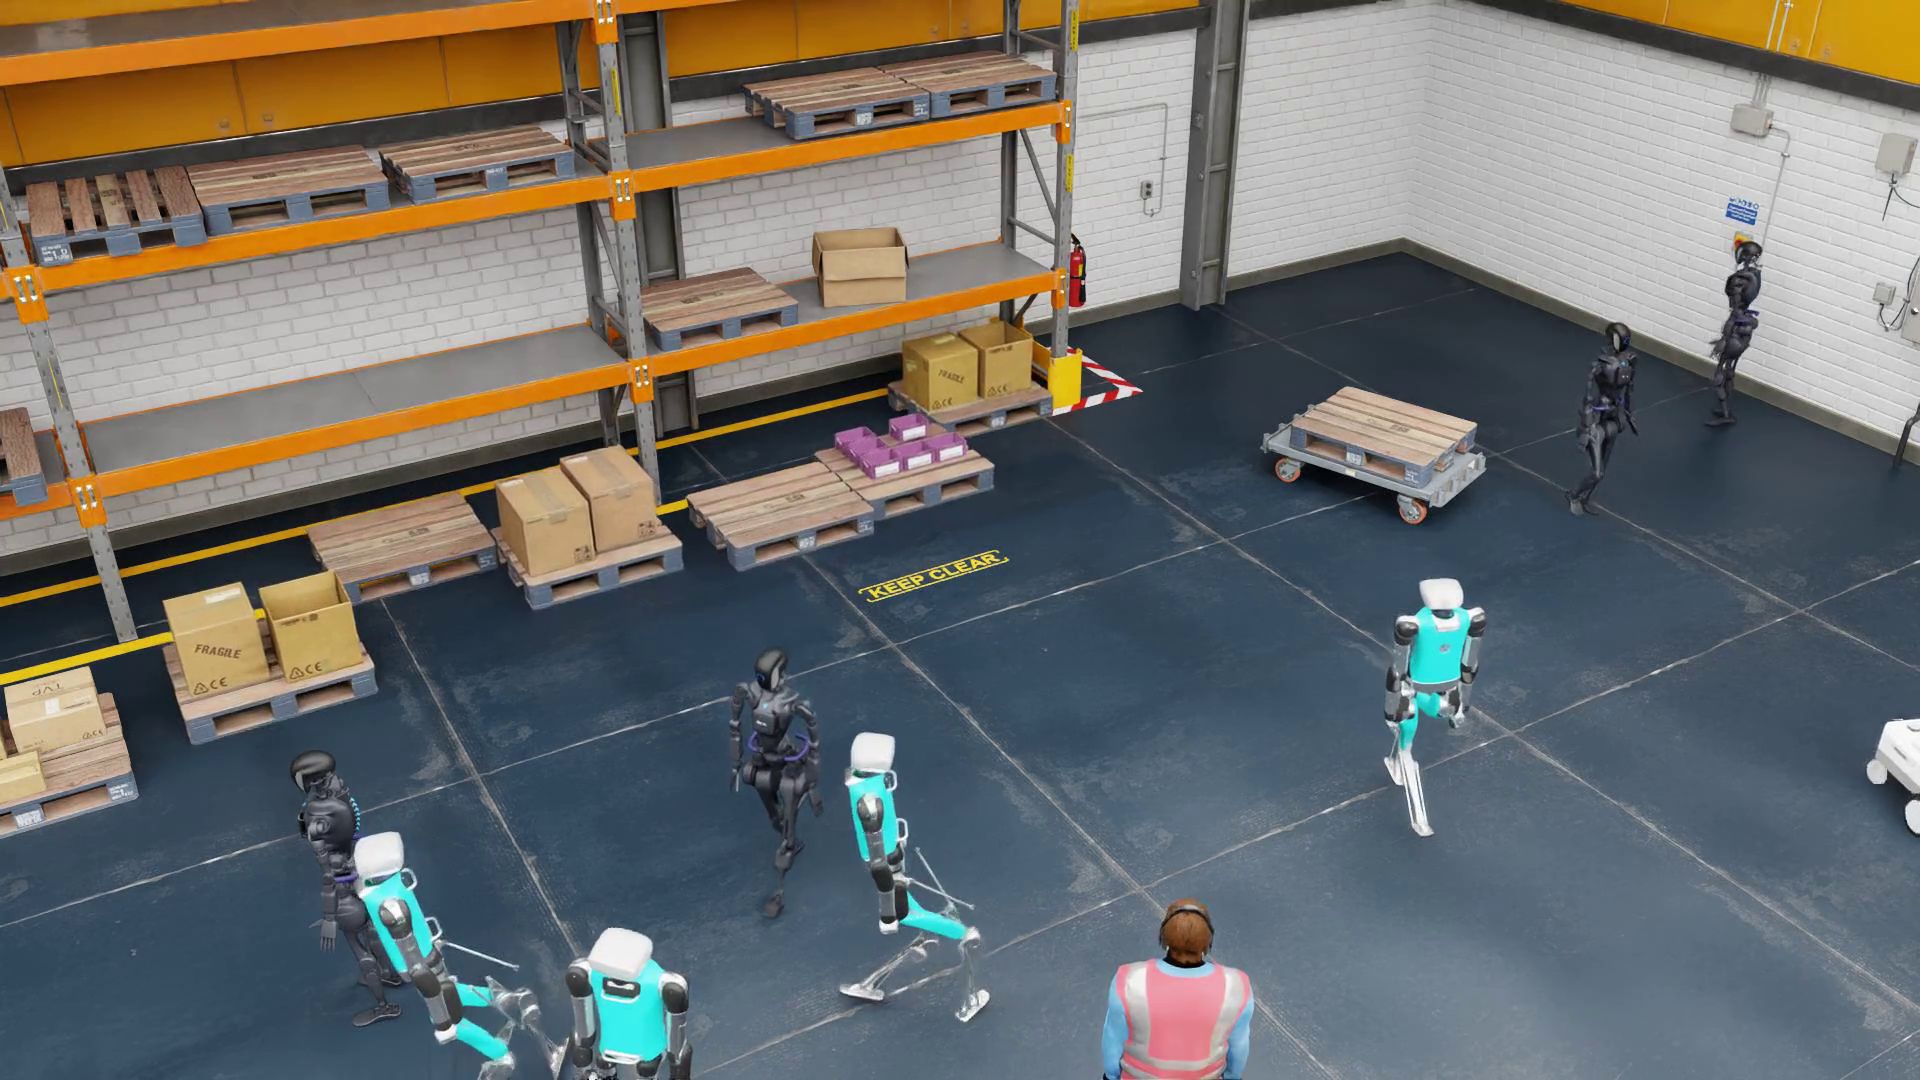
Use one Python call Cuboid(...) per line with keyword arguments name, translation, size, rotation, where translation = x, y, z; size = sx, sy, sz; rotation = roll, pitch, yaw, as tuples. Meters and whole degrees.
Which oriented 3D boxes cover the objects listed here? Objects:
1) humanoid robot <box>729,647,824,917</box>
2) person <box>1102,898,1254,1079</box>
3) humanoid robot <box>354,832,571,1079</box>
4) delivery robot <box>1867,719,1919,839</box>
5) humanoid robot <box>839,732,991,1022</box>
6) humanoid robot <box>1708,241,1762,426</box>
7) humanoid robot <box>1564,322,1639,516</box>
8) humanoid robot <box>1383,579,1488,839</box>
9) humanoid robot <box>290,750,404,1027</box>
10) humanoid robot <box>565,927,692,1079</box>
Cuboid(name="humanoid robot", translation=(-1.045, 1.302, 9.267), size=(0.596, 1.621, 0.764), rotation=(11, 31, 18))
Cuboid(name="person", translation=(0.931, 2.321, 7.282), size=(0.633, 1.832, 0.429), rotation=(0, 29, 1))
Cuboid(name="humanoid robot", translation=(-2.246, 2.045, 7.905), size=(0.956, 1.779, 0.561), rotation=(-16, 33, -26))
Cuboid(name="delivery robot", translation=(5.950, 1.442, 10.138), size=(0.499, 0.602, 0.795), rotation=(-4, 30, -8))
Cuboid(name="humanoid robot", translation=(-0.159, 1.726, 8.439), size=(0.958, 1.763, 0.536), rotation=(-3, 30, -5))
Cuboid(name="humanoid robot", translation=(6.923, -1.838, 14.793), size=(0.402, 1.640, 0.604), rotation=(19, 35, 30))
Cuboid(name="humanoid robot", translation=(5.140, -0.948, 13.221), size=(0.592, 1.654, 0.348), rotation=(-15, 33, -25))
Cuboid(name="humanoid robot", translation=(2.711, 0.896, 9.901), size=(0.562, 1.729, 1.034), rotation=(-3, 30, -6))
Cuboid(name="humanoid robot", translation=(-3.116, 1.749, 8.434), size=(0.315, 1.655, 0.599), rotation=(-4, 30, -7))
Cuboid(name="humanoid robot", translation=(-1.456, 2.572, 6.989), size=(0.547, 1.831, 0.878), rotation=(5, 30, 9))
